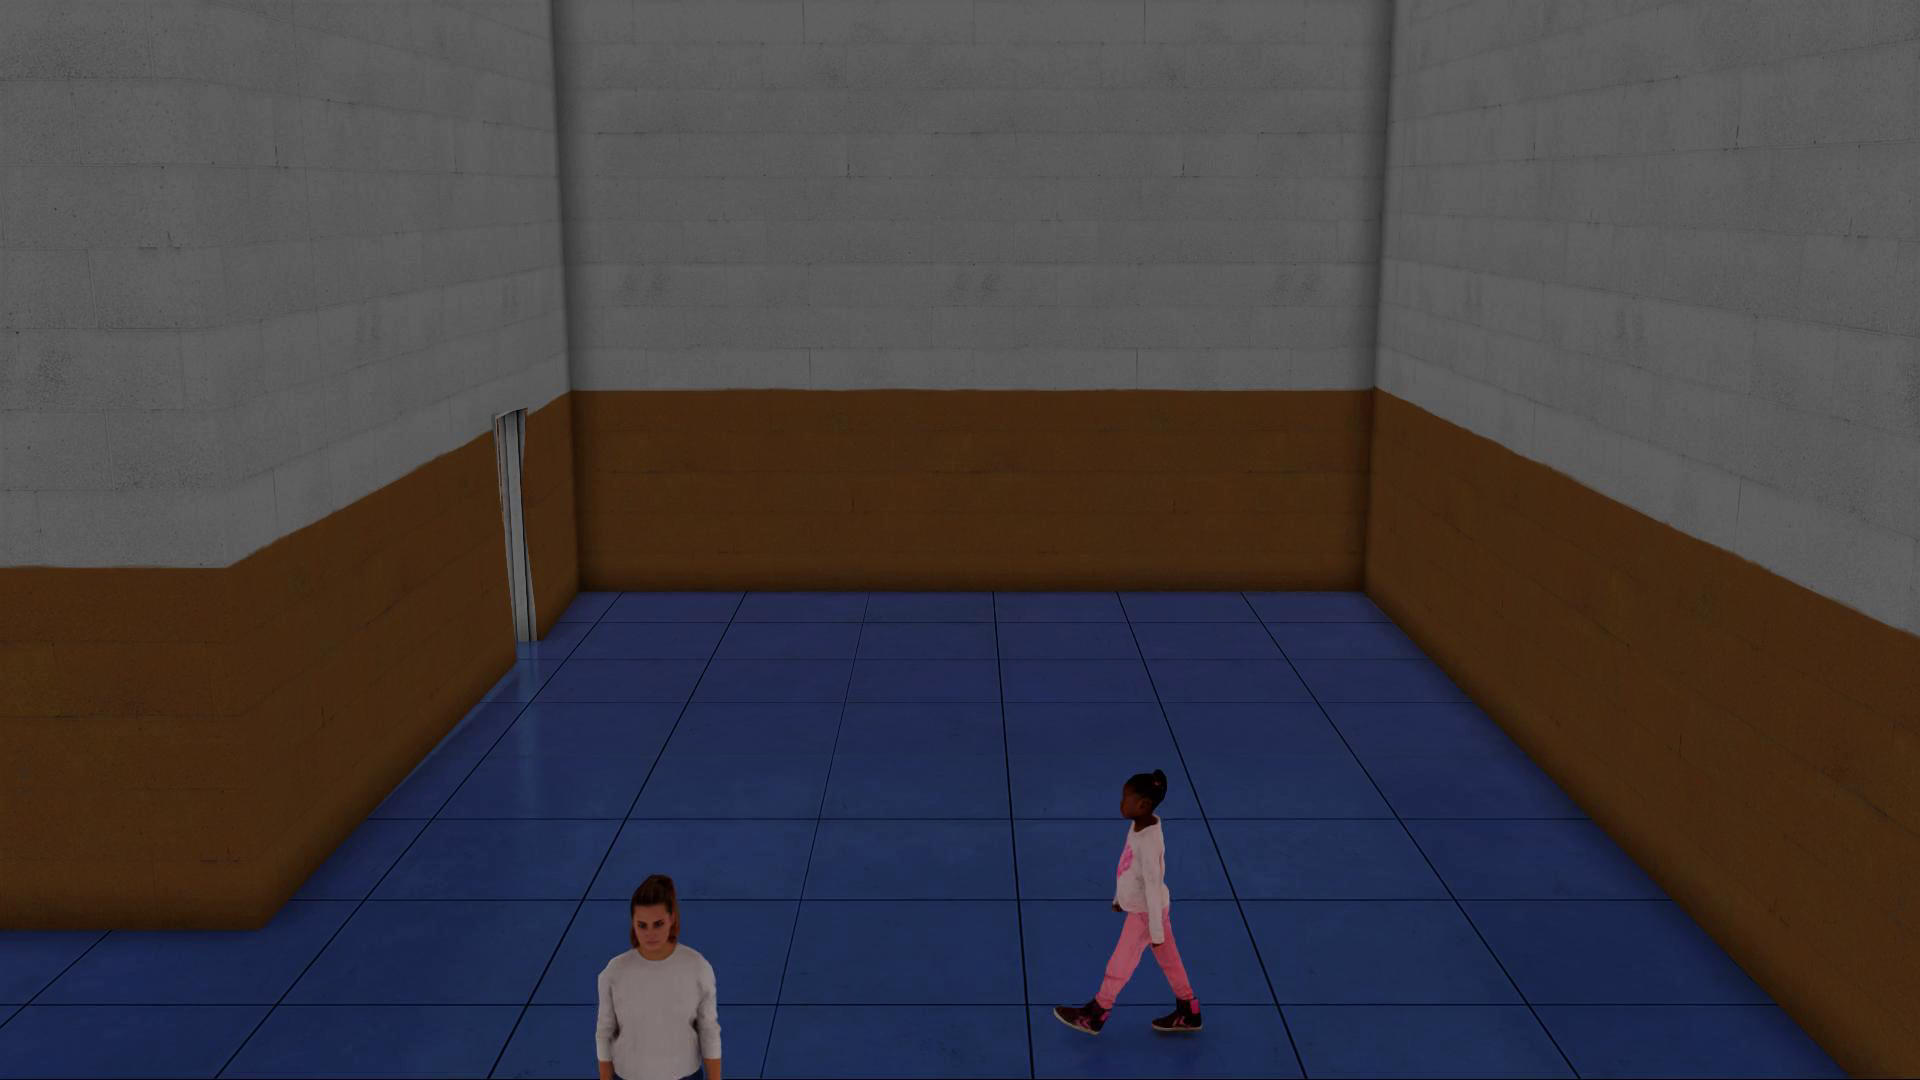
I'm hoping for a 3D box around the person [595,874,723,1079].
[{"bbox_3d":[-1.170,2.103,6.463,0.804,1.706,0.782,-2,12,-12],"label":"person"}]

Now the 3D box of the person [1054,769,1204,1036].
[{"bbox_3d":[1.007,1.854,8.365,0.995,1.410,0.622,1,12,5],"label":"person"}]
